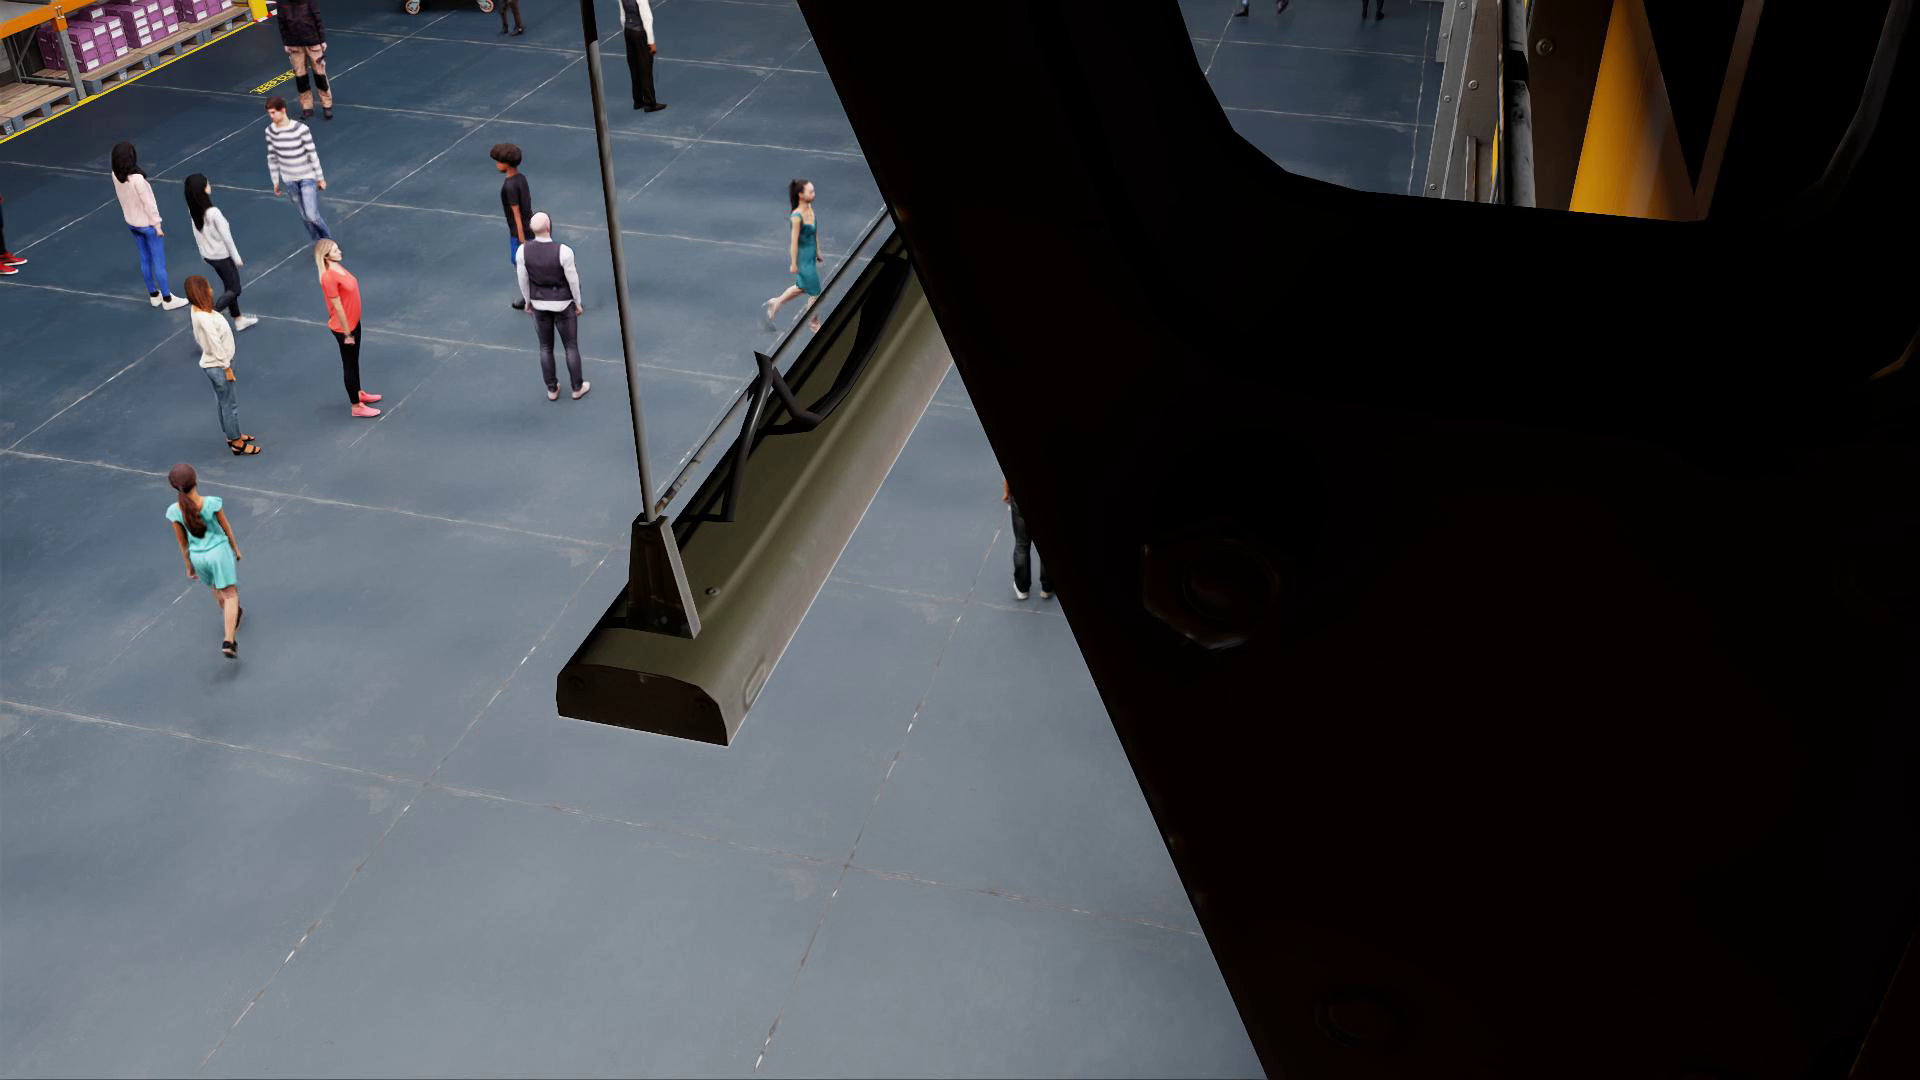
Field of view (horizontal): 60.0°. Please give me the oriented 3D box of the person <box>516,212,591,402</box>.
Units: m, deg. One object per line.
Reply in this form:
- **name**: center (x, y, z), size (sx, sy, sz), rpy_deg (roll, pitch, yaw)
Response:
- **person**: center (-3.760, -2.148, 15.336), size (0.751, 1.822, 0.682), rpy_deg (0, 34, -1)

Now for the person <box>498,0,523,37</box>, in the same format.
- **person**: center (-6.759, -8.207, 24.960), size (0.598, 1.259, 0.714), rpy_deg (26, 41, 33)

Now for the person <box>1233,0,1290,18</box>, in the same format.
- **person**: center (4.709, -8.877, 25.577), size (0.986, 1.691, 1.097), rpy_deg (-4, 34, -6)

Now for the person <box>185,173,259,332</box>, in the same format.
- **person**: center (-7.376, -2.761, 16.383), size (0.809, 1.684, 0.995), rpy_deg (21, 39, 29)

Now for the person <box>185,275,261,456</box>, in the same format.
- **person**: center (-6.489, -1.533, 14.538), size (0.744, 1.681, 0.689), rpy_deg (-19, 38, -26)

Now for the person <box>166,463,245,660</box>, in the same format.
- **person**: center (-5.456, 0.160, 12.121), size (0.855, 1.538, 1.094), rpy_deg (-7, 34, -10)

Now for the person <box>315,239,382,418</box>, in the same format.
- **person**: center (-5.604, -1.946, 15.148), size (0.731, 1.694, 0.617), rpy_deg (-7, 34, -10)

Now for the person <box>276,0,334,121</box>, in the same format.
- **person**: center (-8.578, -6.493, 21.780), size (0.790, 1.924, 0.773), rpy_deg (-8, 34, -11)

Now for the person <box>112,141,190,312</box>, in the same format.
- **person**: center (-8.340, -3.213, 16.986), size (0.711, 1.768, 0.651), rpy_deg (19, 38, 26)

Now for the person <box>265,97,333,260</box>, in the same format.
- **person**: center (-7.119, -3.949, 18.037), size (0.705, 1.830, 0.712), rpy_deg (2, 34, 3)

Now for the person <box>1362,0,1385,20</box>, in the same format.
- **person**: center (6.436, -8.903, 25.623), size (0.603, 1.684, 0.560), rpy_deg (14, 36, 20)

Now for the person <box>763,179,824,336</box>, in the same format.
- **person**: center (-1.604, -2.753, 16.395), size (0.626, 1.657, 0.882), rpy_deg (11, 35, 16)

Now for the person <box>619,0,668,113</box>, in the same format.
- **person**: center (-4.268, -6.667, 22.047), size (0.775, 1.918, 0.746), rpy_deg (25, 41, 32)
